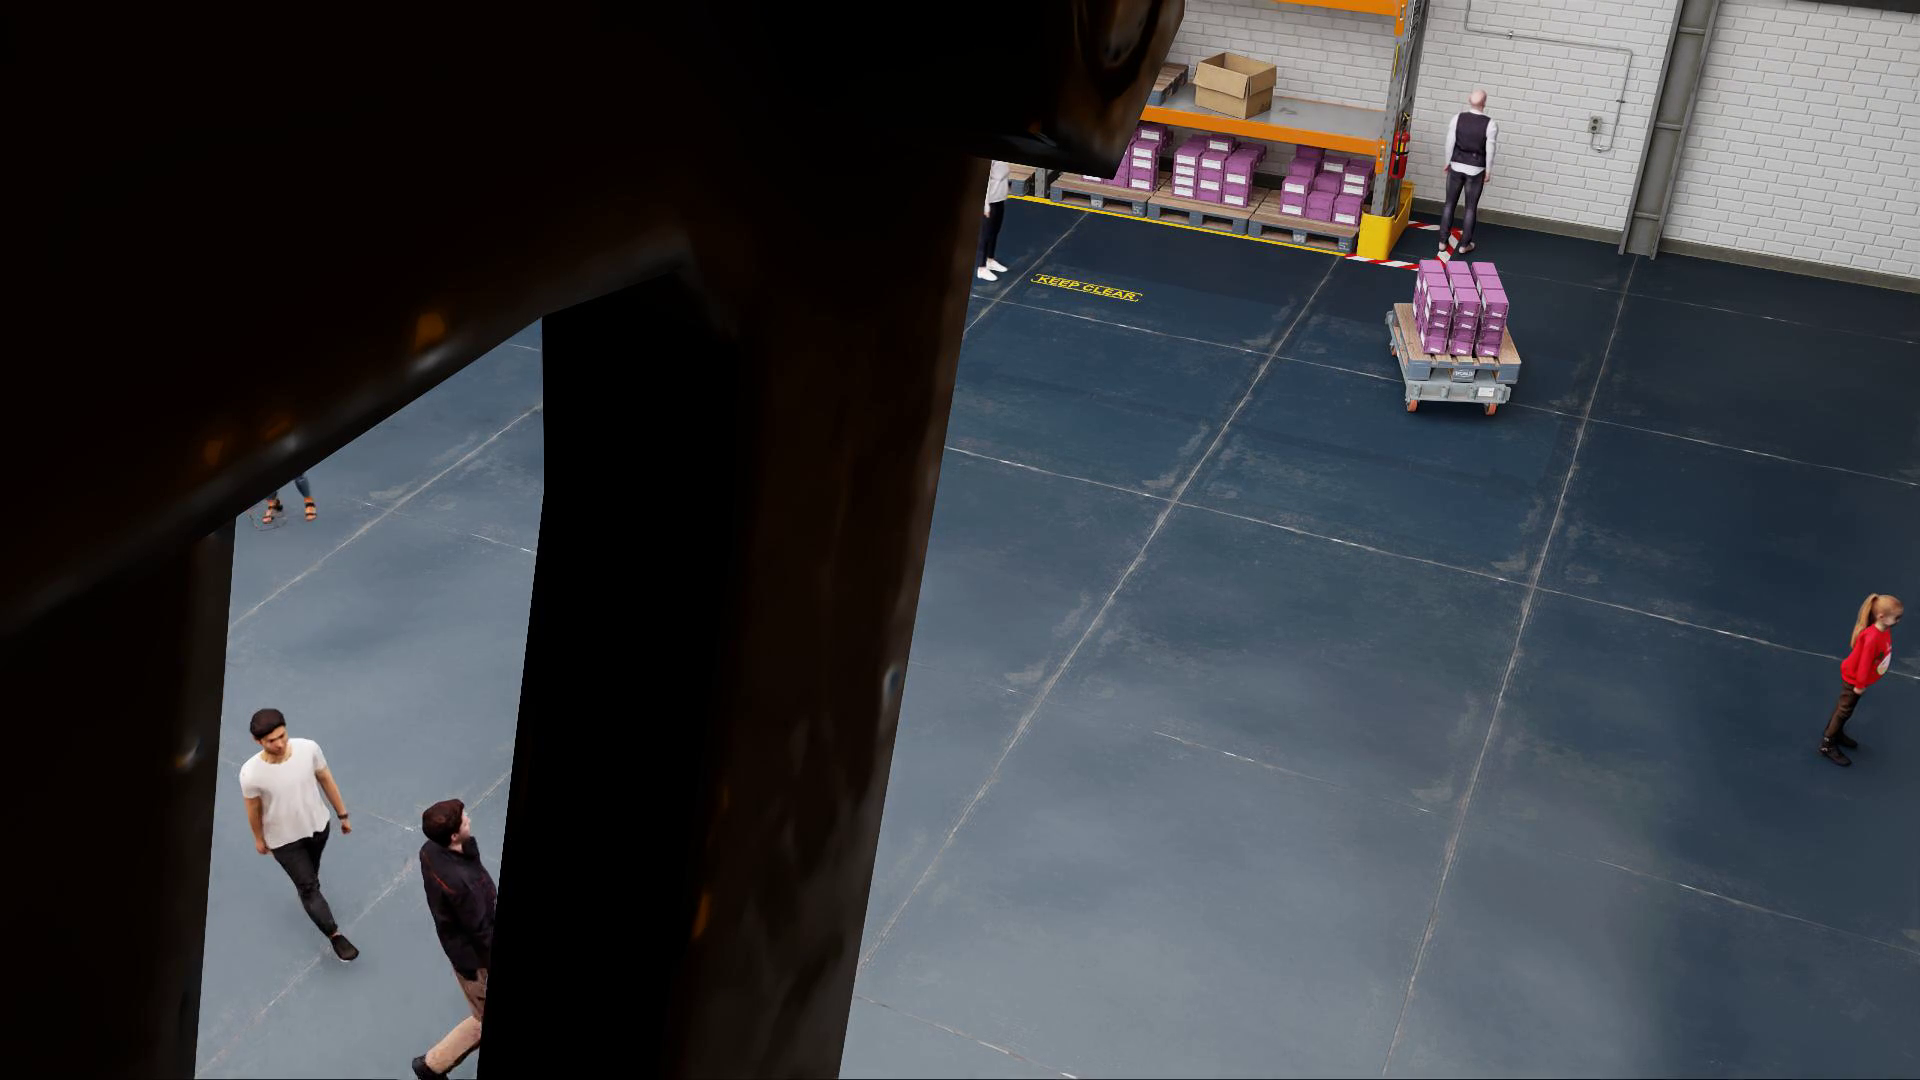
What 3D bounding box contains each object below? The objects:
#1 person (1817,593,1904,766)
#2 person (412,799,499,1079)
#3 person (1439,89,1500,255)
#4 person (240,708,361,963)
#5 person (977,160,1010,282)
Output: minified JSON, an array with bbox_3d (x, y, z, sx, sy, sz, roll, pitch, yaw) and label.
[{"bbox_3d":[6.082,0.911,11.238,0.545,1.282,0.528,22,39,29],"label":"person"},{"bbox_3d":[-2.629,2.176,8.770,1.085,1.906,1.113,-21,39,-28],"label":"person"},{"bbox_3d":[5.536,-4.028,18.178,0.531,1.824,0.747,16,37,23],"label":"person"},{"bbox_3d":[-3.925,1.636,9.788,0.899,1.679,1.156,-28,43,-35],"label":"person"},{"bbox_3d":[0.336,-3.607,17.658,0.539,1.700,0.605,14,36,19],"label":"person"}]
